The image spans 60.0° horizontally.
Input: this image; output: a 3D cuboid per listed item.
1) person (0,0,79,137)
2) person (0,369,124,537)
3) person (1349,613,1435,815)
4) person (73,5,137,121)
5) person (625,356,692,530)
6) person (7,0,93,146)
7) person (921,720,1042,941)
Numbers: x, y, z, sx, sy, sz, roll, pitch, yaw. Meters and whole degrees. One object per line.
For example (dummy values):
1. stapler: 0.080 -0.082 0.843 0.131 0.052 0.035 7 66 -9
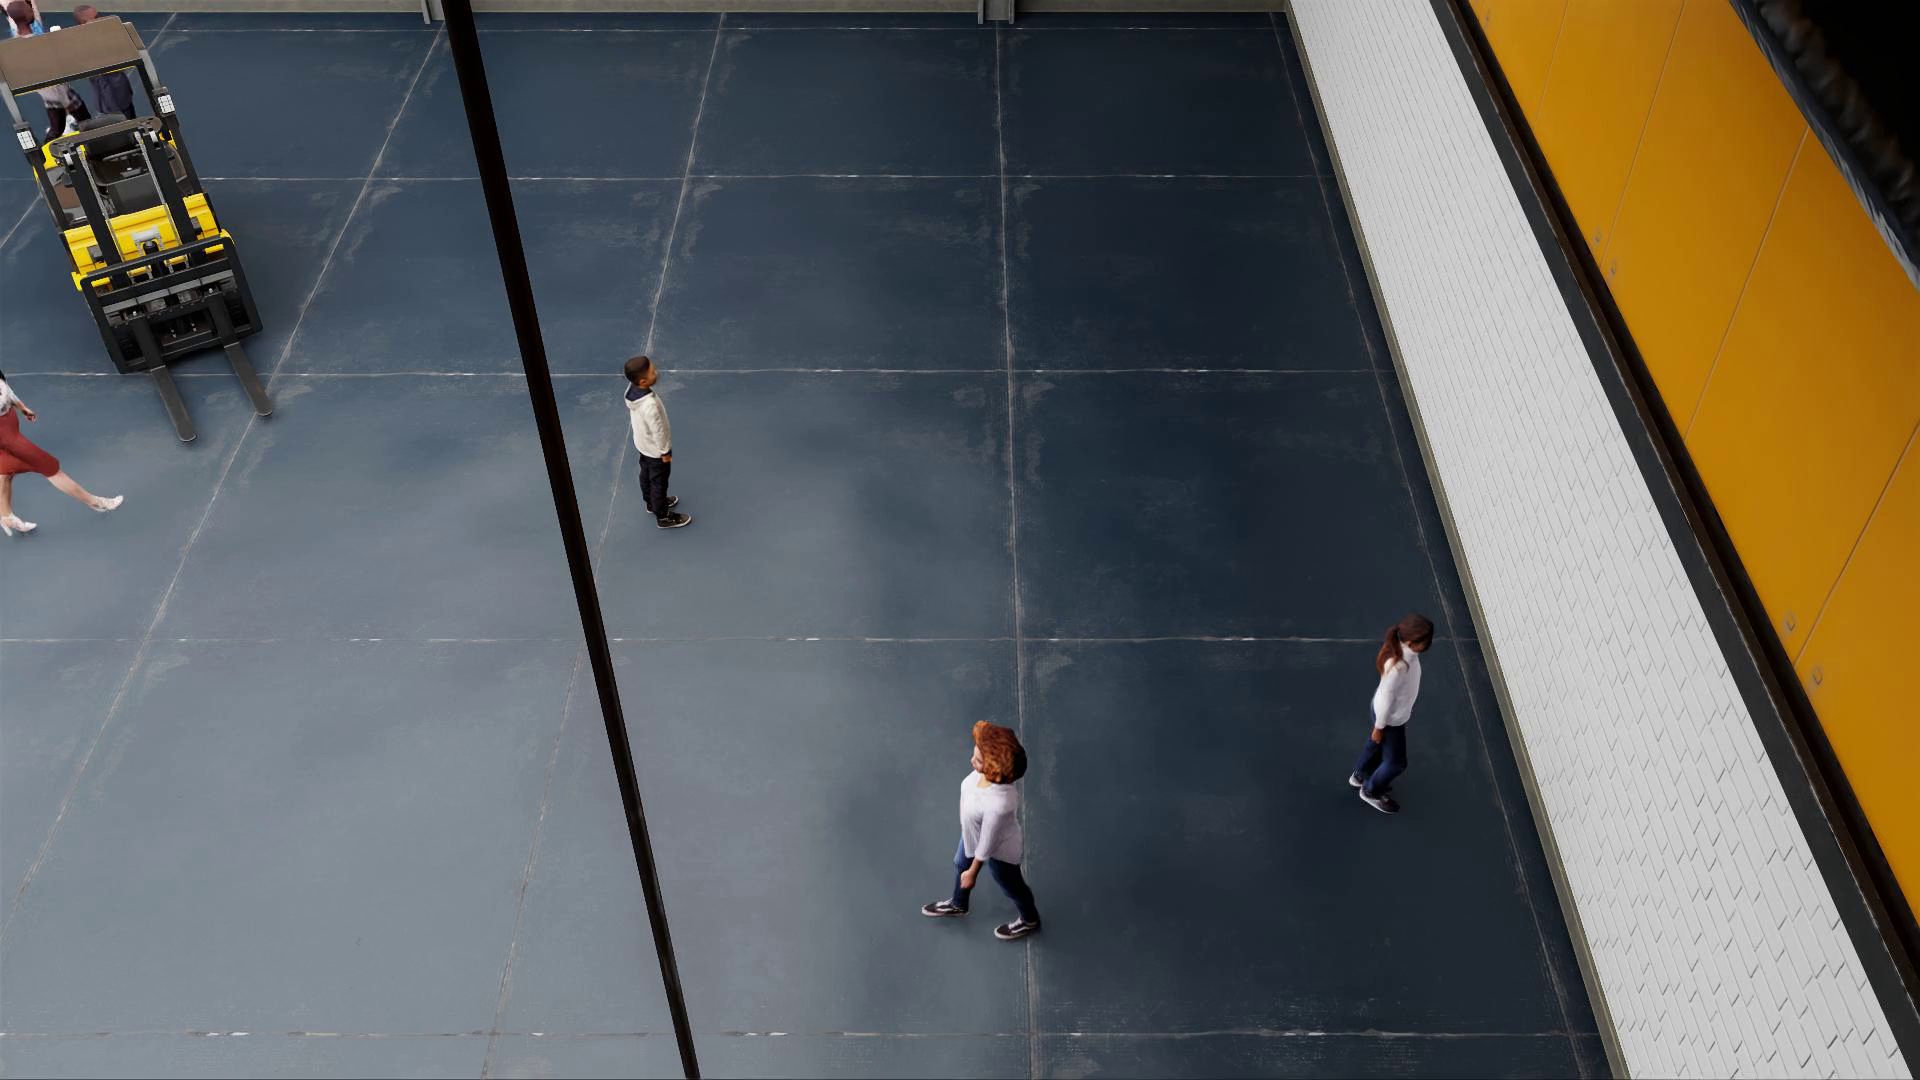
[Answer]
1. person: -8.800 -4.702 15.794 0.617 1.785 0.608 6 44 7
2. person: -6.757 -0.689 11.637 1.148 1.709 0.893 -17 46 -17
3. person: 2.514 0.997 9.983 0.703 1.549 0.655 18 47 18
4. person: -7.606 -3.954 14.981 0.693 1.823 0.744 -10 44 -10
5. person: -2.201 -0.706 11.838 0.671 1.455 0.664 -21 47 -20
6. person: -8.302 -4.027 15.112 1.091 1.748 1.094 27 50 25
7. person: 0.292 1.643 9.203 0.953 1.689 0.735 -8 44 -8
